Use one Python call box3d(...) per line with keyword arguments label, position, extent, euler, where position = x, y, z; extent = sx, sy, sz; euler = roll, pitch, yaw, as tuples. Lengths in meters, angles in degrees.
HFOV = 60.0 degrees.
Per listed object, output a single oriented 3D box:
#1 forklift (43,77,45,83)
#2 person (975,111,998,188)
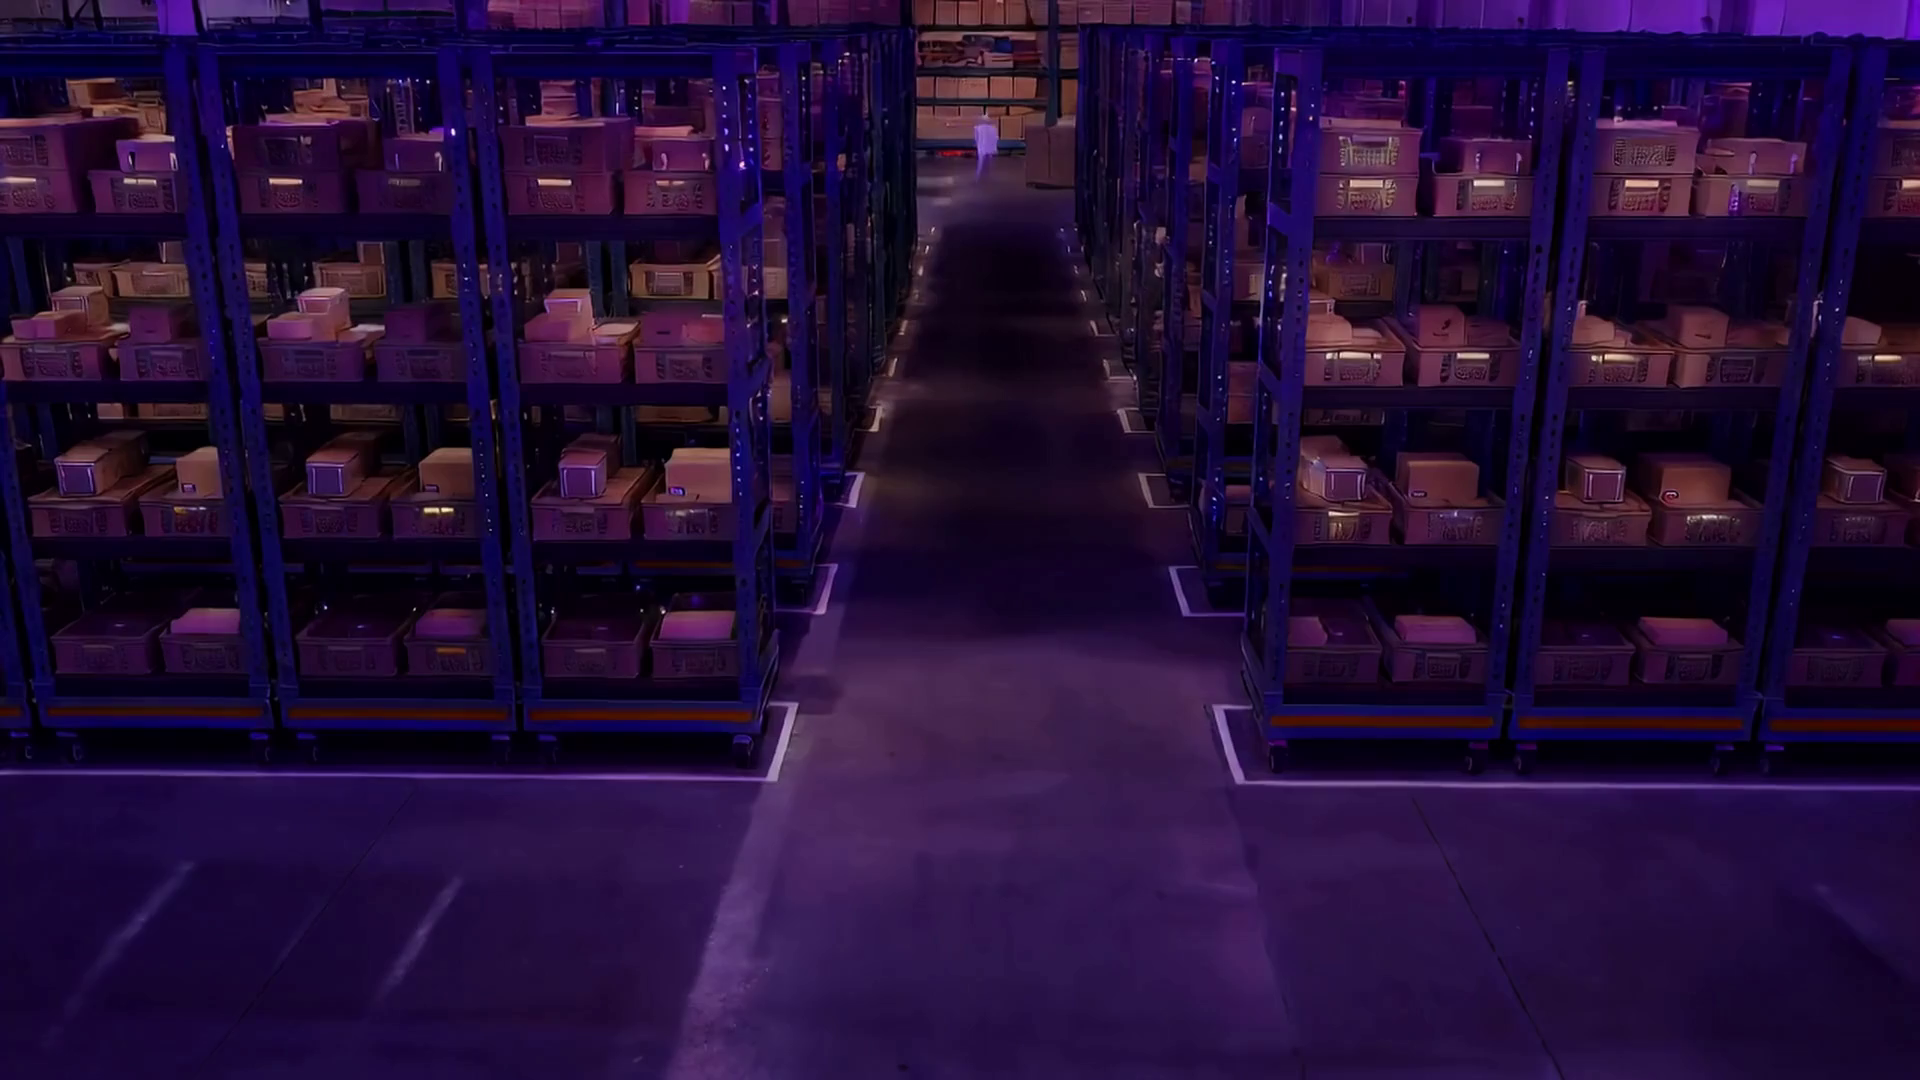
box3d(label="forklift", position=(-27.725, -13.299, 50.023), extent=(1.873, 2.768, 1.129), euler=(0, 17, 1))
box3d(label="person", position=(0.577, -8.826, 37.660), extent=(0.566, 1.726, 0.723), euler=(6, 18, 19))
